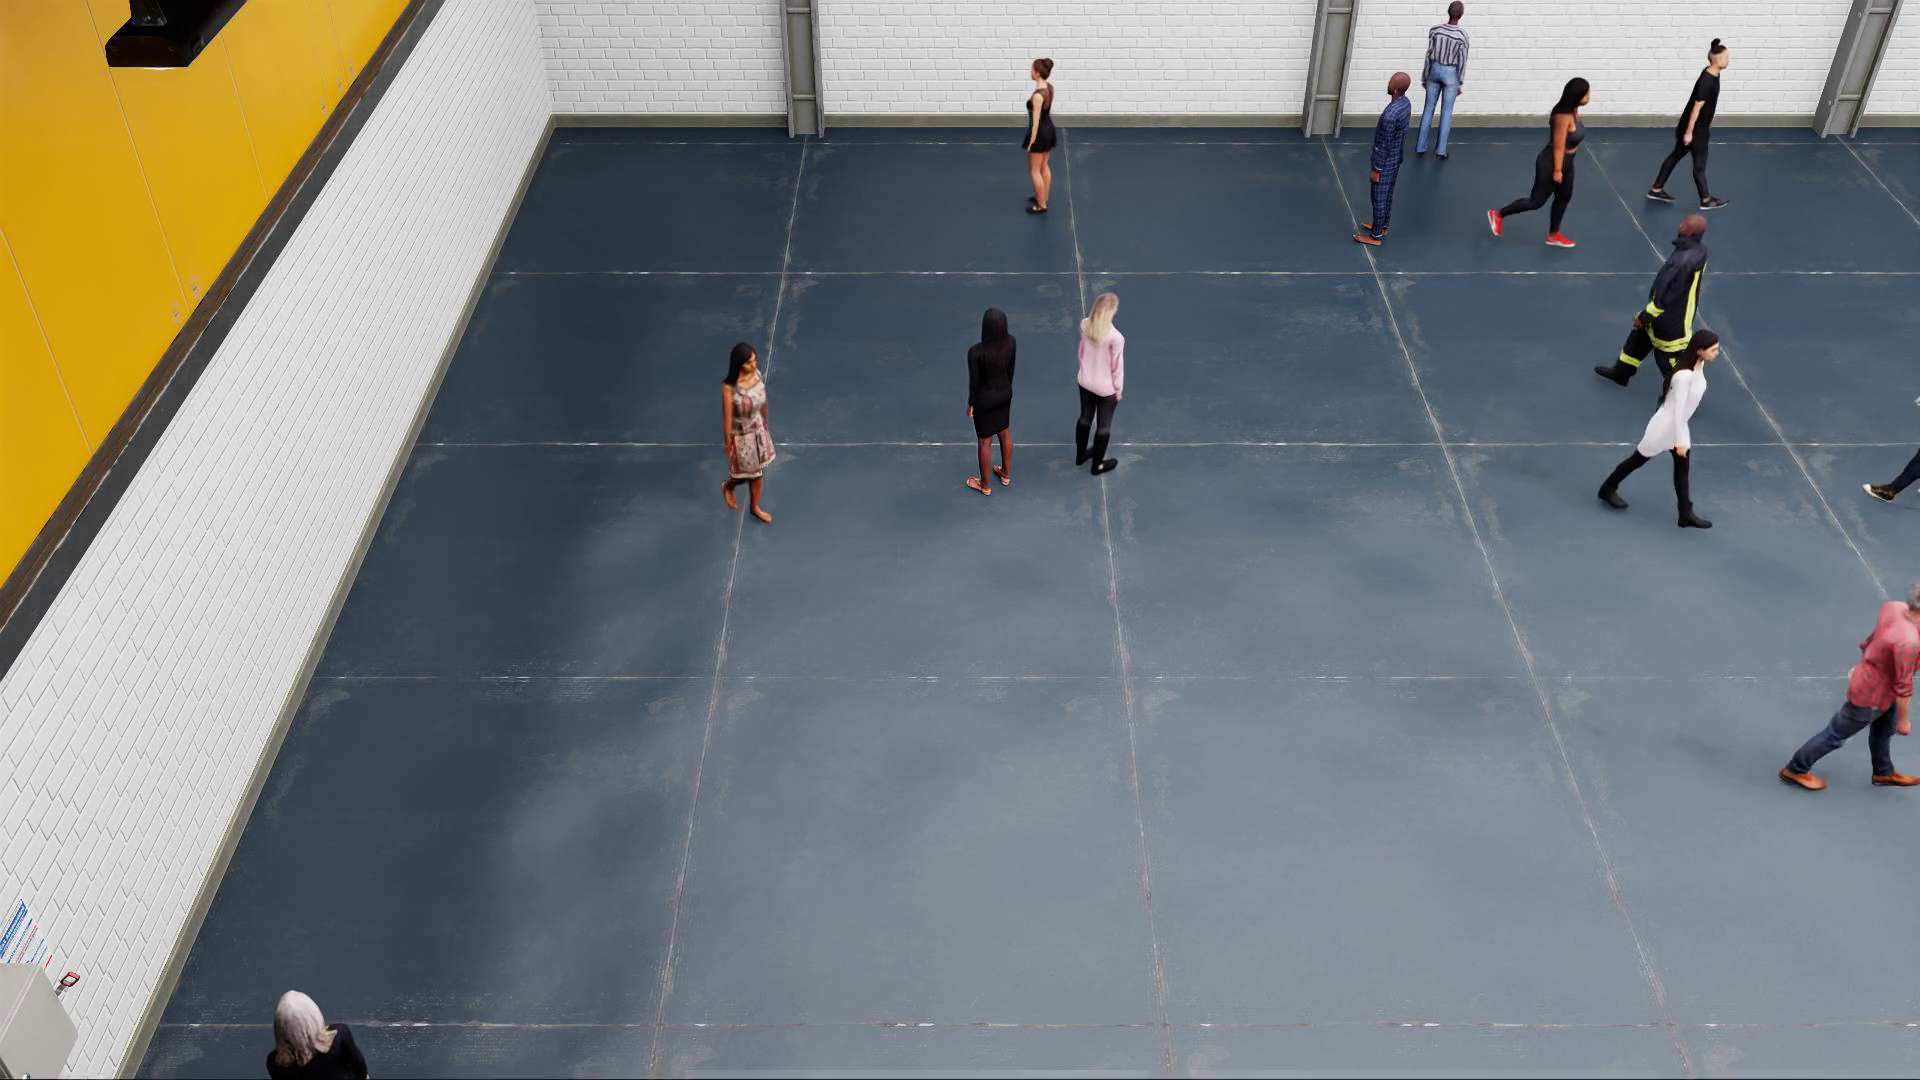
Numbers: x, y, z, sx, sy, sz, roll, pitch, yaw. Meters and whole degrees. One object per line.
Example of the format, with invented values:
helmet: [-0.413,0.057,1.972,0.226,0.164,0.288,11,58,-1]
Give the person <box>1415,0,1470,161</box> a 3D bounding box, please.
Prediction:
person: [5.335,-5.070,18.377,0.668,1.795,0.762,25,45,28]

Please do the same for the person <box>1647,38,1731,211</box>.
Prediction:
person: [7.647,-4.383,17.485,1.169,1.834,0.978,16,41,19]

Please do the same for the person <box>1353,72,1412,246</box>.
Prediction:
person: [4.335,-3.881,16.869,0.759,1.819,0.755,19,42,22]

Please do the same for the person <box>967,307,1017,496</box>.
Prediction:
person: [0.259,-1.145,13.521,0.651,1.720,0.744,-25,45,-28]

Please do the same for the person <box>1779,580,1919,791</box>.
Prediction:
person: [5.833,0.971,10.810,1.204,1.797,0.984,16,41,19]

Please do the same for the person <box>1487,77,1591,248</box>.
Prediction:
person: [5.914,-3.797,16.788,1.230,1.787,1.020,20,43,23]

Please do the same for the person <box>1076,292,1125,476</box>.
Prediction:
person: [1.134,-1.292,13.733,0.744,1.686,0.687,-31,48,-33]

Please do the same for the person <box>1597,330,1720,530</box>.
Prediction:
person: [5.516,-0.896,13.184,1.179,1.752,1.108,31,48,33]

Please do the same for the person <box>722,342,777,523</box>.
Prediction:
person: [-1.759,-0.872,13.249,0.921,1.634,0.853,27,46,30]

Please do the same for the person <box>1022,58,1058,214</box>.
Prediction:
person: [0.849,-4.240,17.431,0.677,1.677,0.671,14,41,17]

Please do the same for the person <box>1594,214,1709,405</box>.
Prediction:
person: [6.274,-1.956,14.485,1.301,1.785,1.116,21,43,24]

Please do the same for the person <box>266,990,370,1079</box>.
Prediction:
person: [-3.194,2.875,8.467,0.671,1.746,0.761,-22,44,-25]
